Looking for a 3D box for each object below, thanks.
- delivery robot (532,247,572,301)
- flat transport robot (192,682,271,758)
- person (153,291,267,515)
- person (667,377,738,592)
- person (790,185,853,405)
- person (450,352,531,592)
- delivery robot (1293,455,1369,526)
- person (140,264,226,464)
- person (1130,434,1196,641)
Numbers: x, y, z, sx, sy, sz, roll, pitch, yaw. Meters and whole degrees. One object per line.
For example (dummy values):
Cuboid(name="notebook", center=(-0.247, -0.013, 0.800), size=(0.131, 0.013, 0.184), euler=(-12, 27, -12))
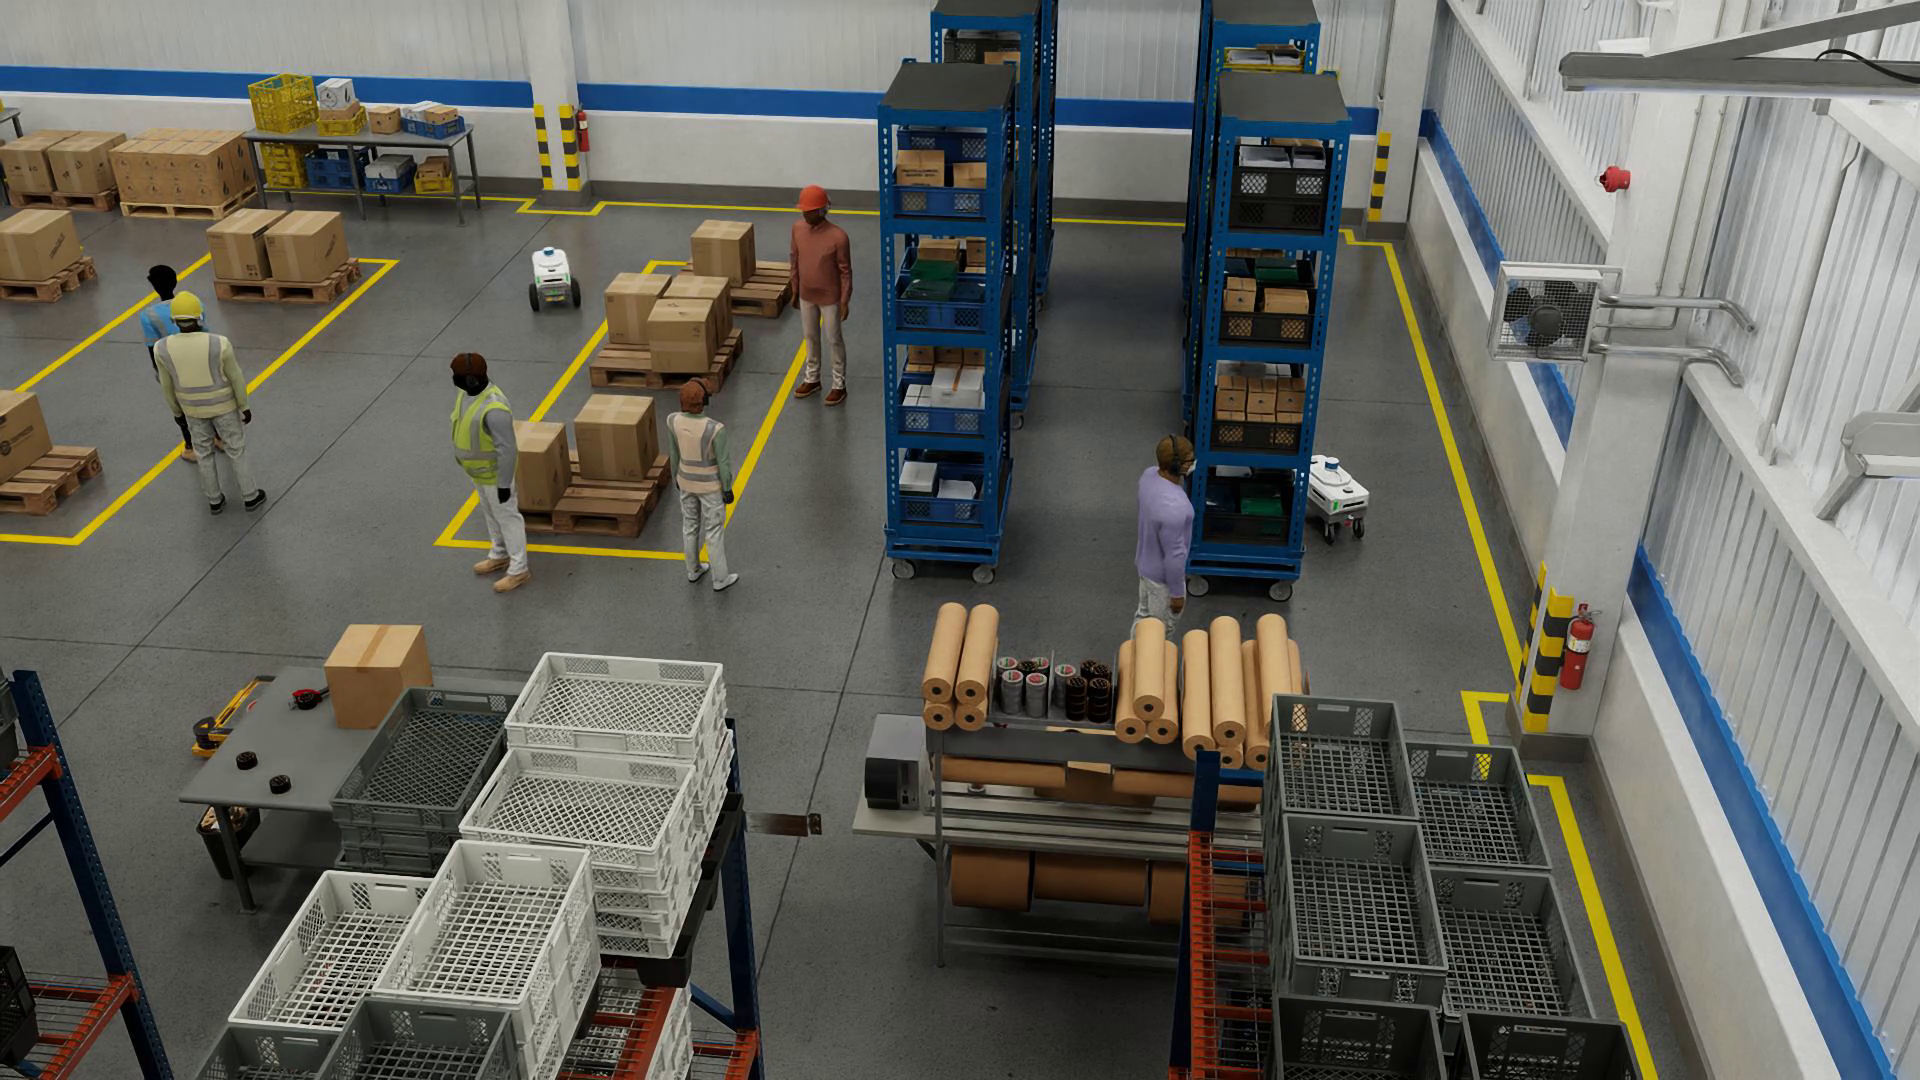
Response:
Cuboid(name="delivery robot", center=(-4.181, -2.752, 17.002), size=(0.477, 0.478, 0.707), euler=(-8, 31, -14))
Cuboid(name="flat transport robot", center=(-4.089, 1.163, 10.648), size=(1.431, 0.197, 0.652), euler=(3, 30, 6))
Cuboid(name="person", center=(-5.826, -1.056, 12.920), size=(0.601, 1.828, 0.404), euler=(-5, 31, -8))
Cuboid(name="person", center=(-1.859, -0.395, 11.982), size=(0.514, 1.634, 0.313), euler=(16, 34, 25))
Cuboid(name="person", center=(-1.239, -2.162, 14.659), size=(0.625, 1.992, 0.386), euler=(17, 34, 26))
Cuboid(name="person", center=(-3.389, -0.502, 11.962), size=(0.430, 1.841, 0.624), euler=(-20, 36, -30))
Cuboid(name="delivery robot", center=(2.879, -0.409, 12.979), size=(0.477, 0.478, 0.707), euler=(-11, 32, -18))
Cuboid(name="person", center=(-6.414, -1.457, 13.750), size=(0.318, 1.688, 0.528), euler=(26, 39, 37))
Cuboid(name="person", center=(1.307, 0.201, 10.656), size=(0.373, 1.940, 0.628), euler=(-6, 31, -10))
